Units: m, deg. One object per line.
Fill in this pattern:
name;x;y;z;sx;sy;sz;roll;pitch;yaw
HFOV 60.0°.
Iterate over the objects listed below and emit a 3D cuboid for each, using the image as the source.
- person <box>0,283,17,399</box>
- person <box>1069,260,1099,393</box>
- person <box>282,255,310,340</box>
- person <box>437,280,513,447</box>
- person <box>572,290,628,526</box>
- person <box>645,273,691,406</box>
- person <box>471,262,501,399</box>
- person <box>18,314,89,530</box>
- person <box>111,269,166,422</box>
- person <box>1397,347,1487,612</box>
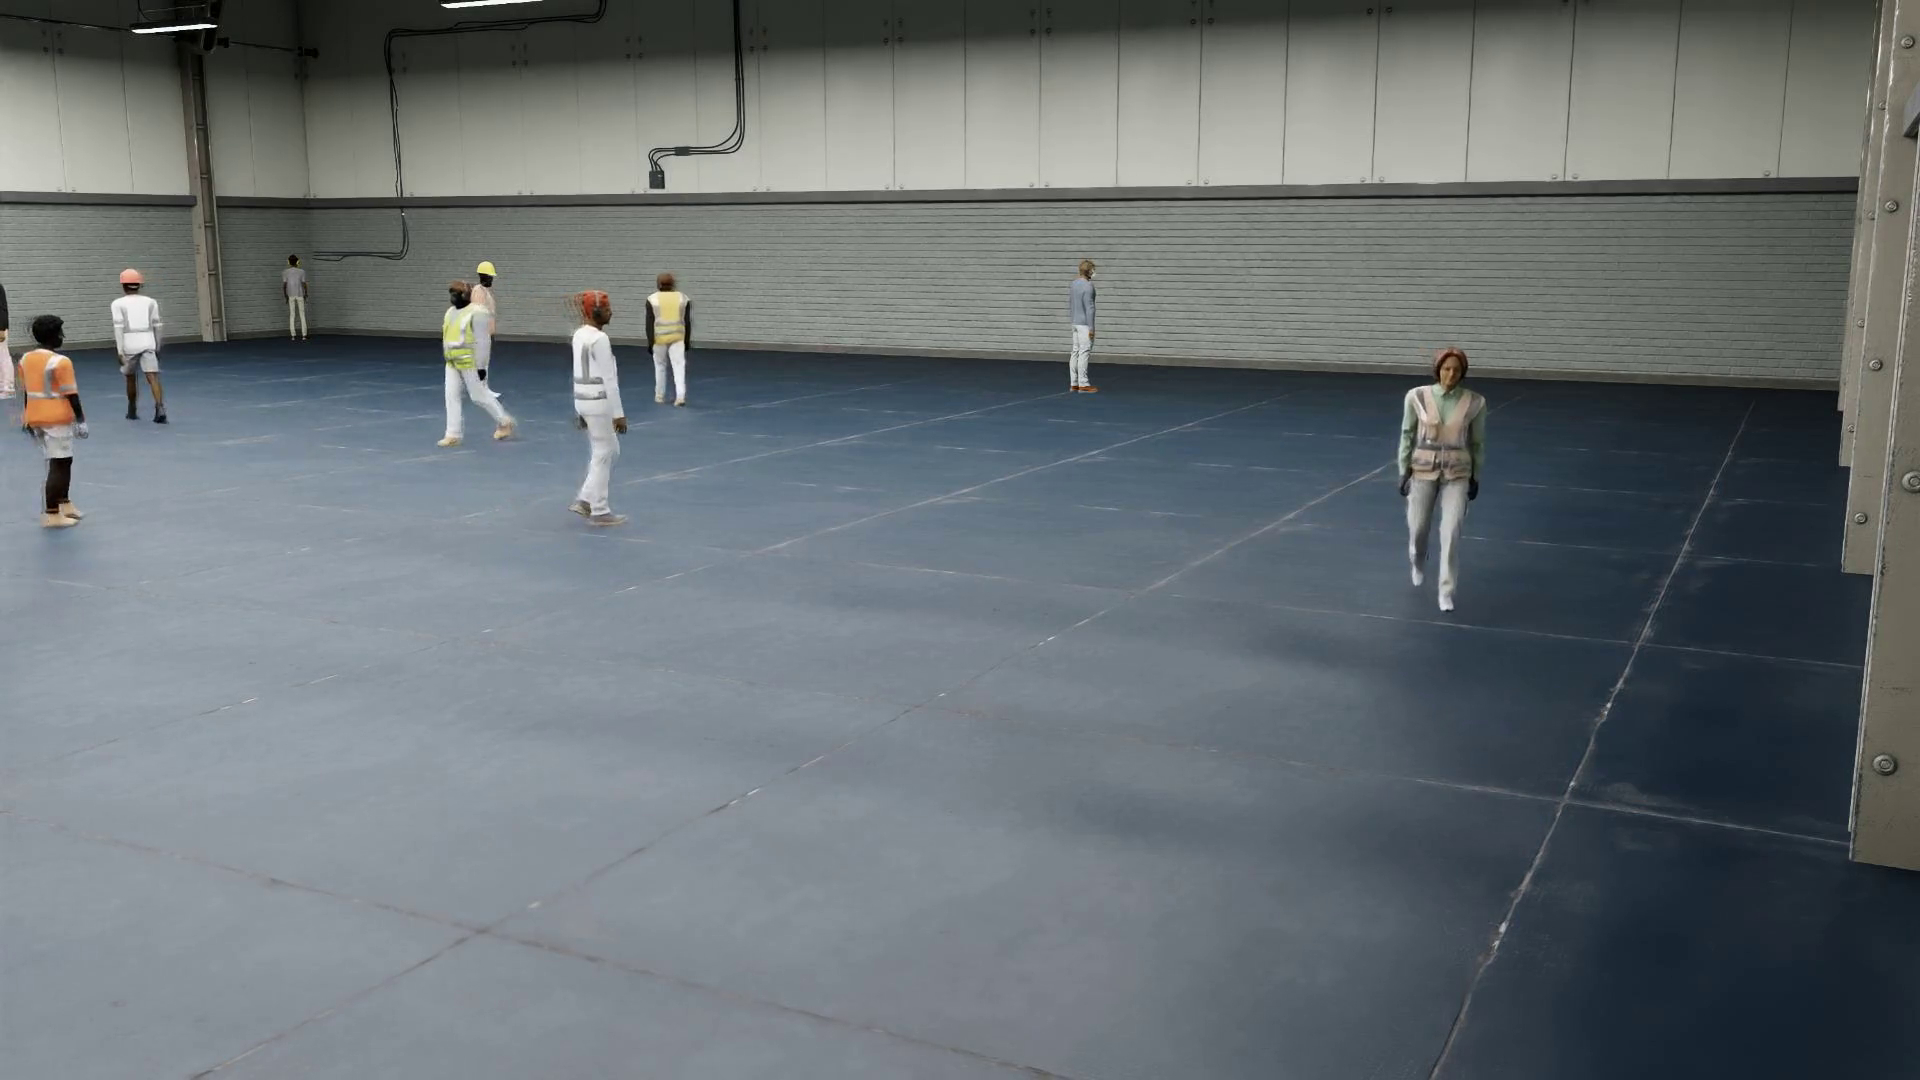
person;-13.622;-2.982;23.432;0.613;1.994;0.395;9;13;39
person;1.807;-3.124;24.361;0.349;1.935;0.635;-4;11;-20
person;-14.672;-5.357;36.751;0.515;1.861;0.328;-2;11;-12
person;-5.383;-1.951;18.313;0.632;1.818;0.837;8;13;37
person;-2.860;-1.032;13.143;0.356;1.874;0.586;-5;12;-26
person;-3.948;-2.717;22.555;0.635;1.800;0.960;-4;11;-22
person;-6.707;-2.964;23.538;0.390;1.920;0.590;-1;10;-7
person;-7.081;-0.936;13.132;0.547;1.675;0.572;5;12;27
person;-10.114;-2.390;20.509;0.557;1.893;1.013;-9;14;-41
person;2.995;-0.401;10.369;0.522;1.620;0.590;3;11;14
